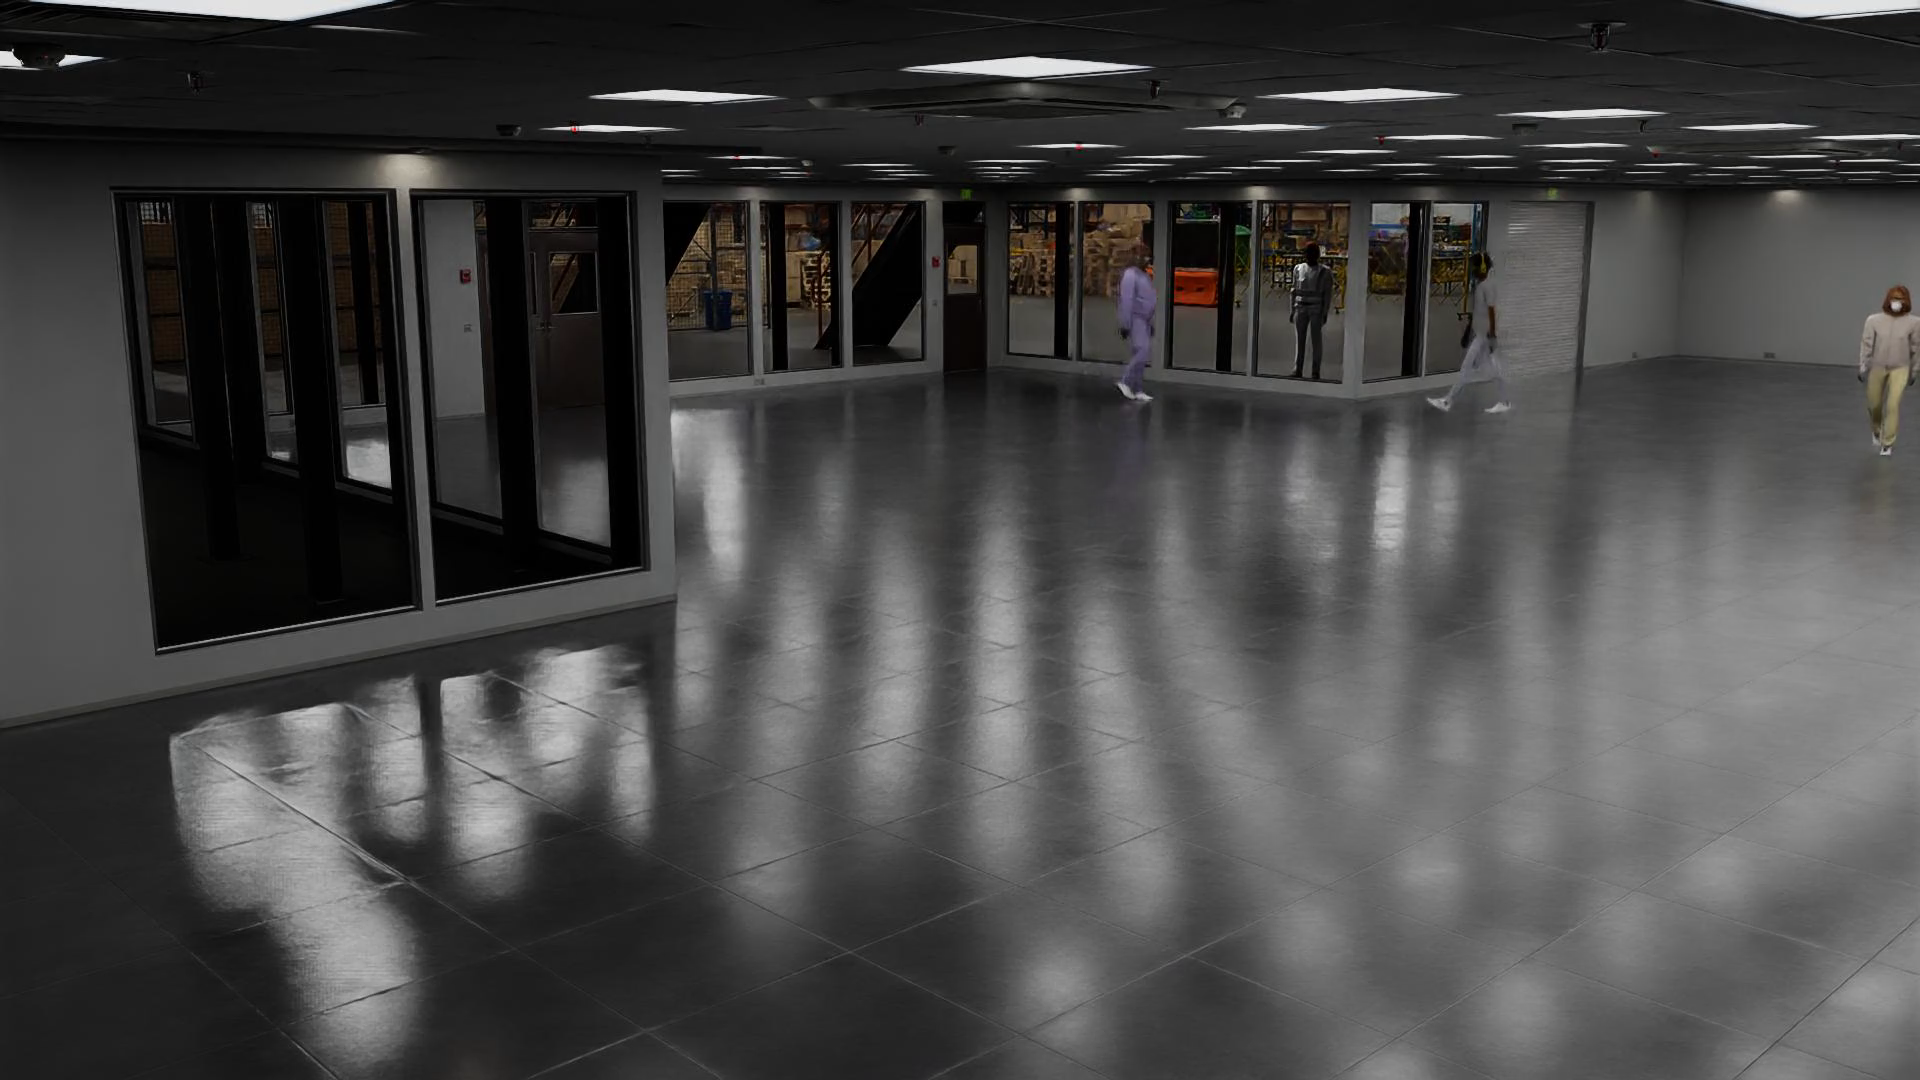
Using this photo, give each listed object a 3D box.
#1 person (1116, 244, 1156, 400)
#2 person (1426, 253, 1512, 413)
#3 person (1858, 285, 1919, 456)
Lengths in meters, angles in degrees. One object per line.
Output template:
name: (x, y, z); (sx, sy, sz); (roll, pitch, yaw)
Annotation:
person: (2.186, -2.620, 20.135); (0.434, 1.895, 0.649); (5, 12, 24)
person: (5.864, -2.343, 18.935); (0.990, 1.813, 0.556); (2, 11, 9)
person: (8.851, -1.625, 15.834); (0.504, 1.614, 0.580); (8, 14, 34)
